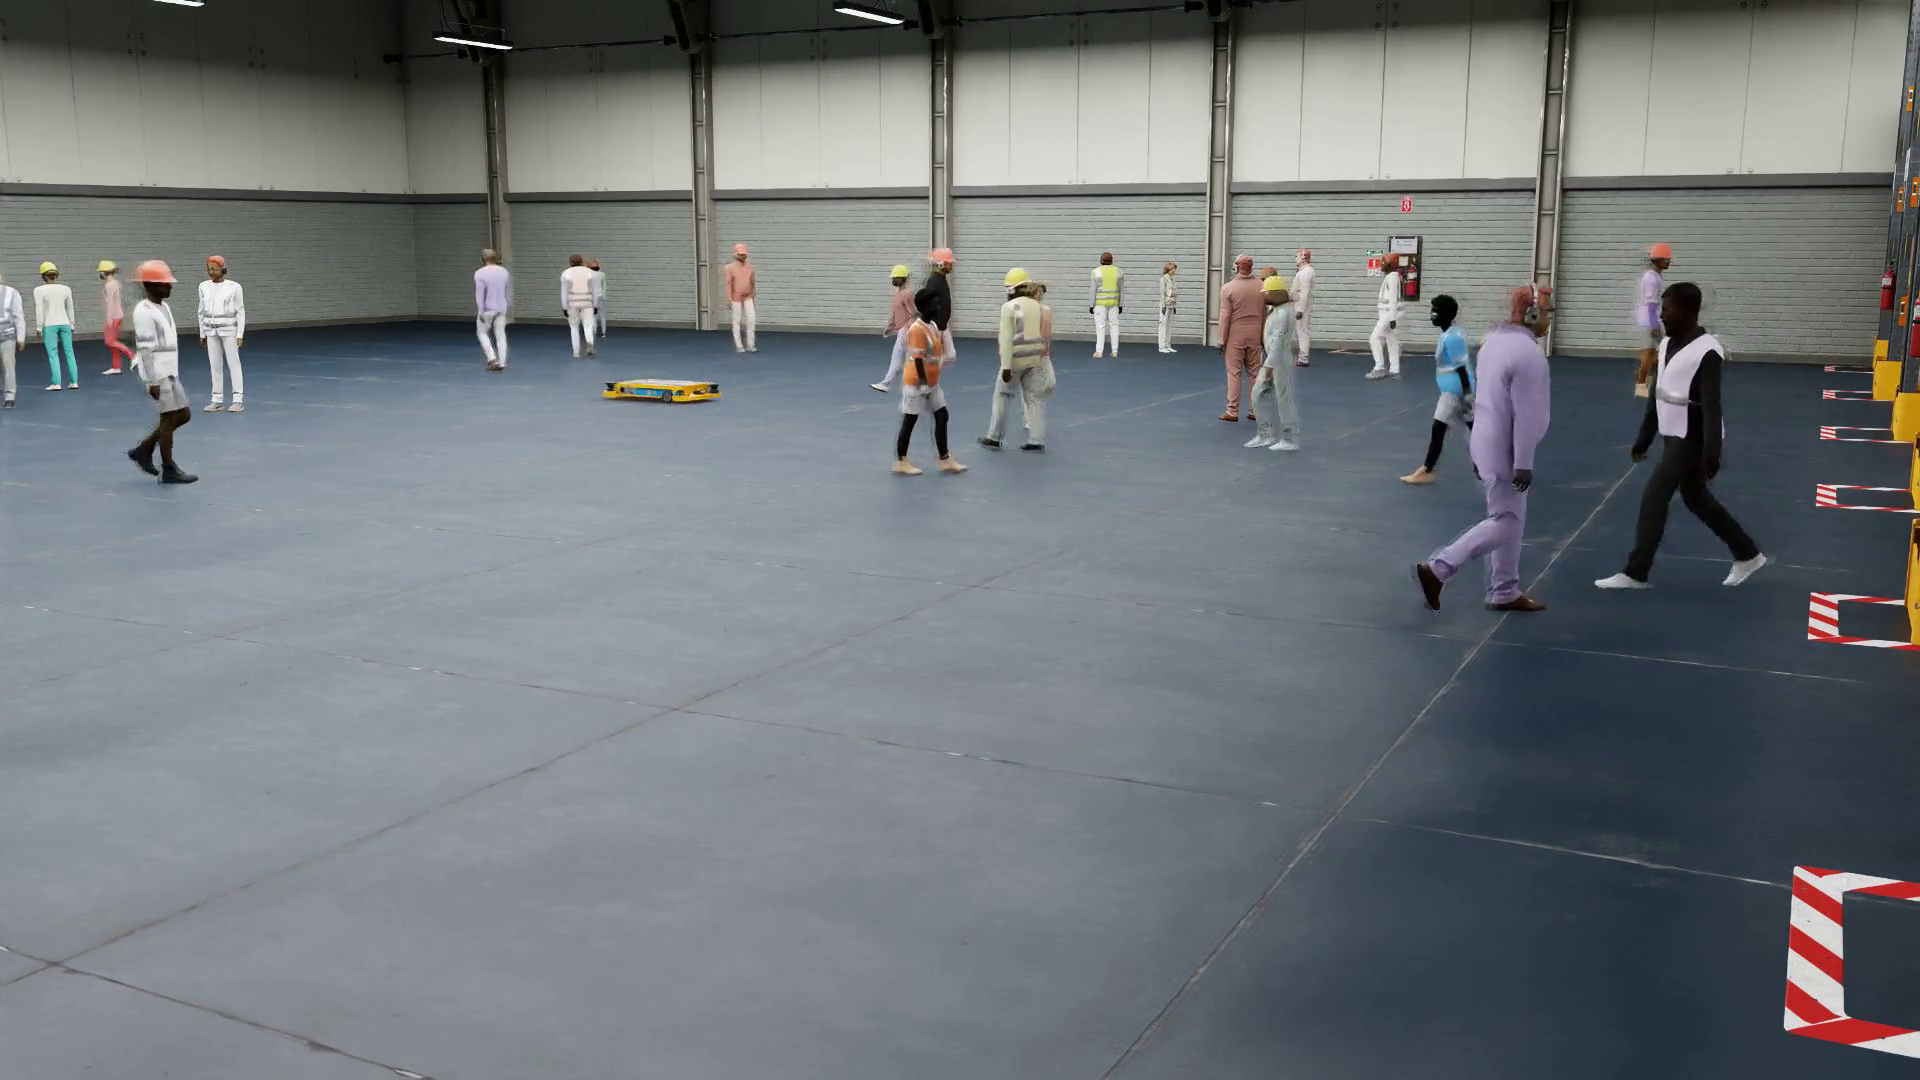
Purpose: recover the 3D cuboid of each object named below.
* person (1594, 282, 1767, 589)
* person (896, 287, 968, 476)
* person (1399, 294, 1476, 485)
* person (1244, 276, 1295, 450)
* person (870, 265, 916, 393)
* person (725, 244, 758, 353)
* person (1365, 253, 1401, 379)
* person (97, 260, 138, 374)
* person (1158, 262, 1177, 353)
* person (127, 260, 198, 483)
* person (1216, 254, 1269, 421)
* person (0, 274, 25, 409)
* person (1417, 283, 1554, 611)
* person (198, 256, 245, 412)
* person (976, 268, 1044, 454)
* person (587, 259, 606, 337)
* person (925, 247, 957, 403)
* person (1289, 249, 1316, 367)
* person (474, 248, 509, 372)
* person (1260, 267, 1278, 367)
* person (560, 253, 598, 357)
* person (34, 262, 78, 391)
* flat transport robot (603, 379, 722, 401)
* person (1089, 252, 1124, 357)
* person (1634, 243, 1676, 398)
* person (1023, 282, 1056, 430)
[{"bbox_3d":[4.418,-0.618,10.001,1.018,1.867,0.576,0,10,2],"label":"person"},{"bbox_3d":[-0.247,-1.384,14.690,0.742,1.663,0.551,4,11,19],"label":"person"},{"bbox_3d":[4.300,-1.271,14.166,0.933,1.641,0.555,3,11,16],"label":"person"},{"bbox_3d":[3.080,-1.744,16.501,0.608,1.720,0.501,-1,10,-5],"label":"person"},{"bbox_3d":[-0.804,-2.849,22.542,0.896,1.719,0.534,-3,11,-17],"label":"person"},{"bbox_3d":[-3.925,-4.359,30.083,0.639,1.964,0.777,-6,12,-28],"label":"person"},{"bbox_3d":[6.283,-3.322,24.721,0.652,1.858,0.595,3,11,17],"label":"person"},{"bbox_3d":[-12.945,-3.407,25.509,0.478,1.747,0.533,-4,11,-20],"label":"person"},{"bbox_3d":[3.781,-4.225,30.271,0.308,1.639,0.510,6,12,30],"label":"person"},{"bbox_3d":[-6.884,-1.429,14.253,0.499,1.918,0.560,-1,10,-5],"label":"person"},{"bbox_3d":[3.236,-2.317,19.128,0.638,1.911,0.406,-4,11,-19],"label":"person"},{"bbox_3d":[-11.735,-2.479,20.255,0.617,1.808,0.615,-4,11,-20],"label":"person"},{"bbox_3d":[2.950,-0.489,9.260,0.734,1.878,0.657,0,10,-1],"label":"person"},{"bbox_3d":[-8.936,-2.486,20.121,0.573,1.882,0.356,1,10,7],"label":"person"},{"bbox_3d":[0.504,-1.759,16.377,0.827,1.797,0.631,10,14,43],"label":"person"},{"bbox_3d":[-7.650,-5.071,34.896,0.498,1.633,0.279,-9,14,-40],"label":"person"},{"bbox_3d":[-0.264,-2.675,20.905,0.471,1.978,0.606,3,11,18],"label":"person"},{"bbox_3d":[5.556,-3.771,27.064,0.409,1.908,0.639,3,11,16],"label":"person"},{"bbox_3d":[-7.274,-3.558,25.868,0.440,1.926,0.644,9,14,40],"label":"person"},{"bbox_3d":[4.896,-3.546,26.613,0.574,1.626,0.311,4,11,23],"label":"person"},{"bbox_3d":[-6.630,-4.083,28.983,0.641,1.828,0.579,-4,11,-20],"label":"person"},{"bbox_3d":[-12.476,-2.940,22.918,0.329,1.765,0.533,6,12,31],"label":"person"},{"bbox_3d":[-3.864,-1.950,21.597,1.431,0.197,0.652,6,12,28],"label":"flat transport robot"},{"bbox_3d":[2.555,-4.114,29.110,0.634,1.841,0.429,-3,11,-15],"label":"person"},{"bbox_3d":[9.076,-2.847,21.697,0.466,2.021,0.633,6,12,29],"label":"person"},{"bbox_3d":[0.831,-2.004,18.189,0.536,1.624,0.375,-10,14,-44],"label":"person"}]
